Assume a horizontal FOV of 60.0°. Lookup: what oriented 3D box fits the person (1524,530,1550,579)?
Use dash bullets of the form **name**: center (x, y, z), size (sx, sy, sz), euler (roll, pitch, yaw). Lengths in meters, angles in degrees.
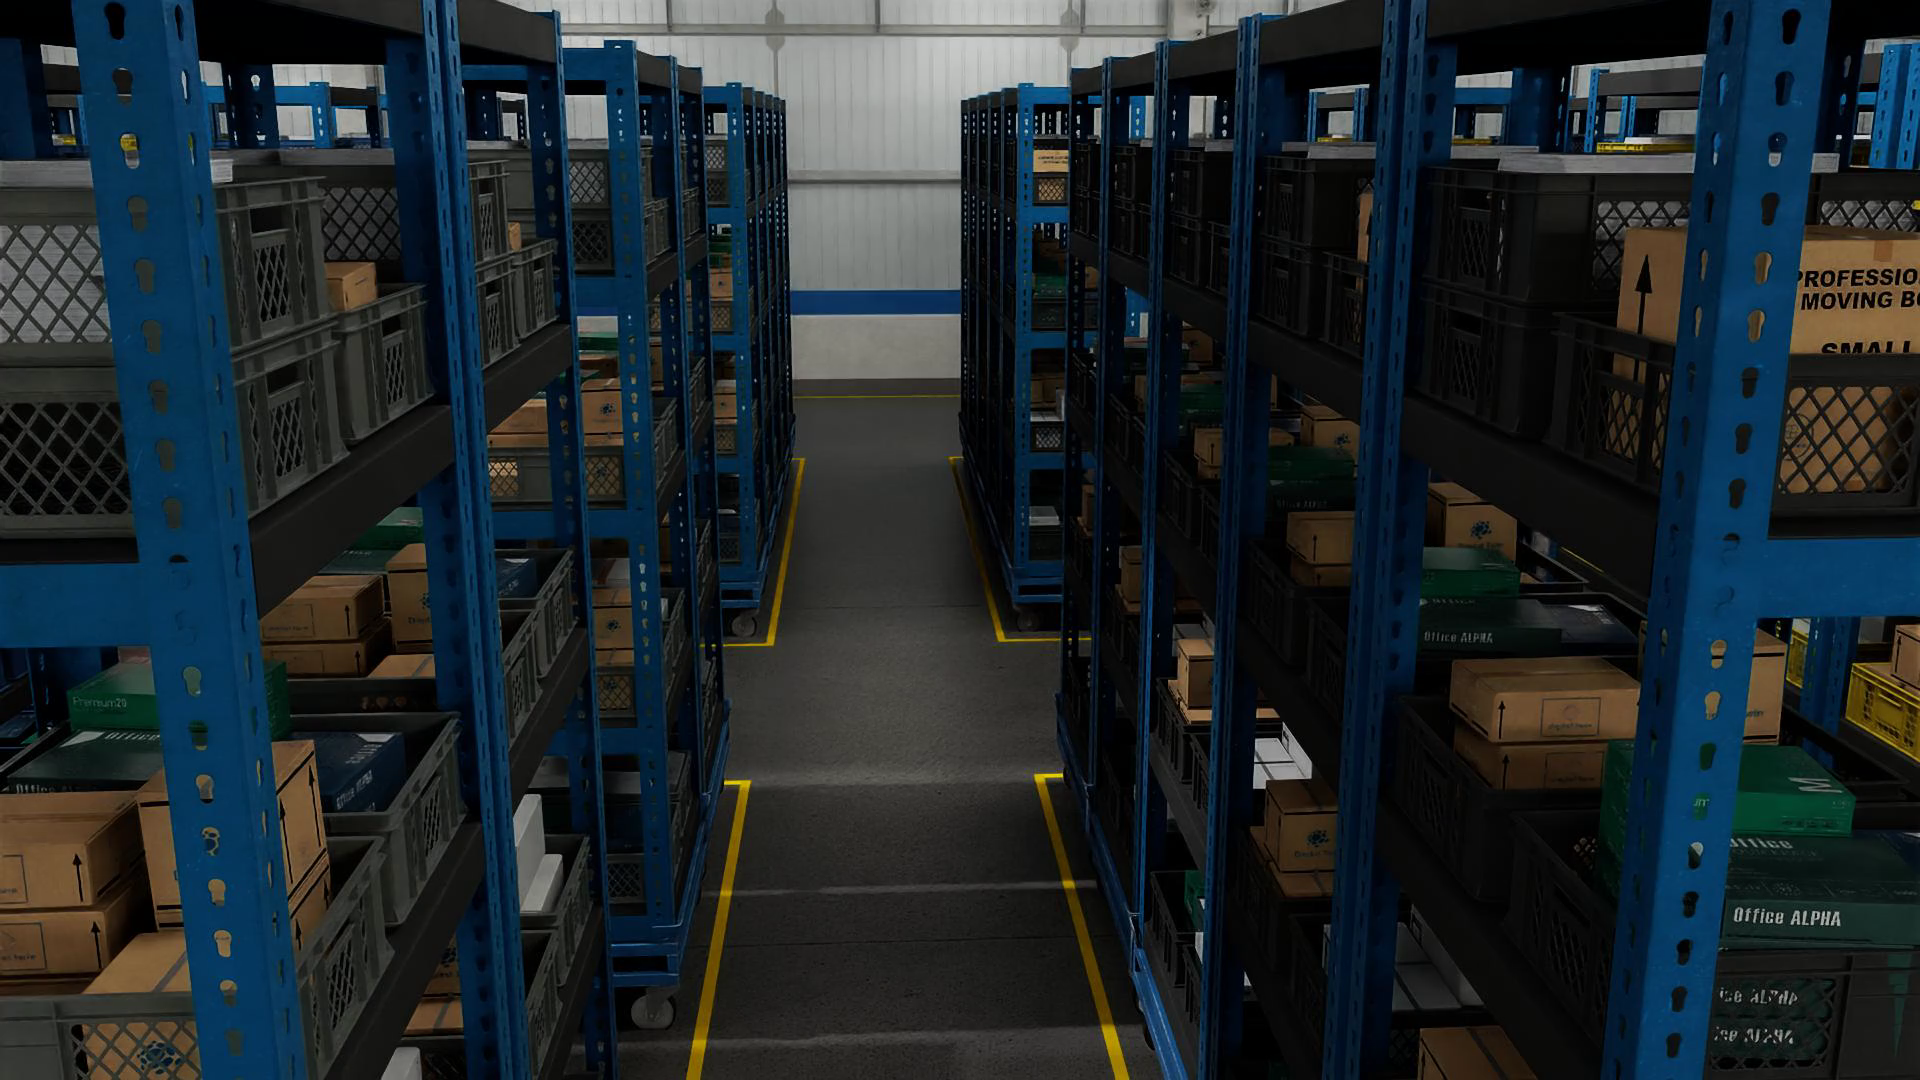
- **person**: center (3.627, -0.261, 10.729), size (0.682, 1.973, 0.637), euler (-7, 15, -26)
